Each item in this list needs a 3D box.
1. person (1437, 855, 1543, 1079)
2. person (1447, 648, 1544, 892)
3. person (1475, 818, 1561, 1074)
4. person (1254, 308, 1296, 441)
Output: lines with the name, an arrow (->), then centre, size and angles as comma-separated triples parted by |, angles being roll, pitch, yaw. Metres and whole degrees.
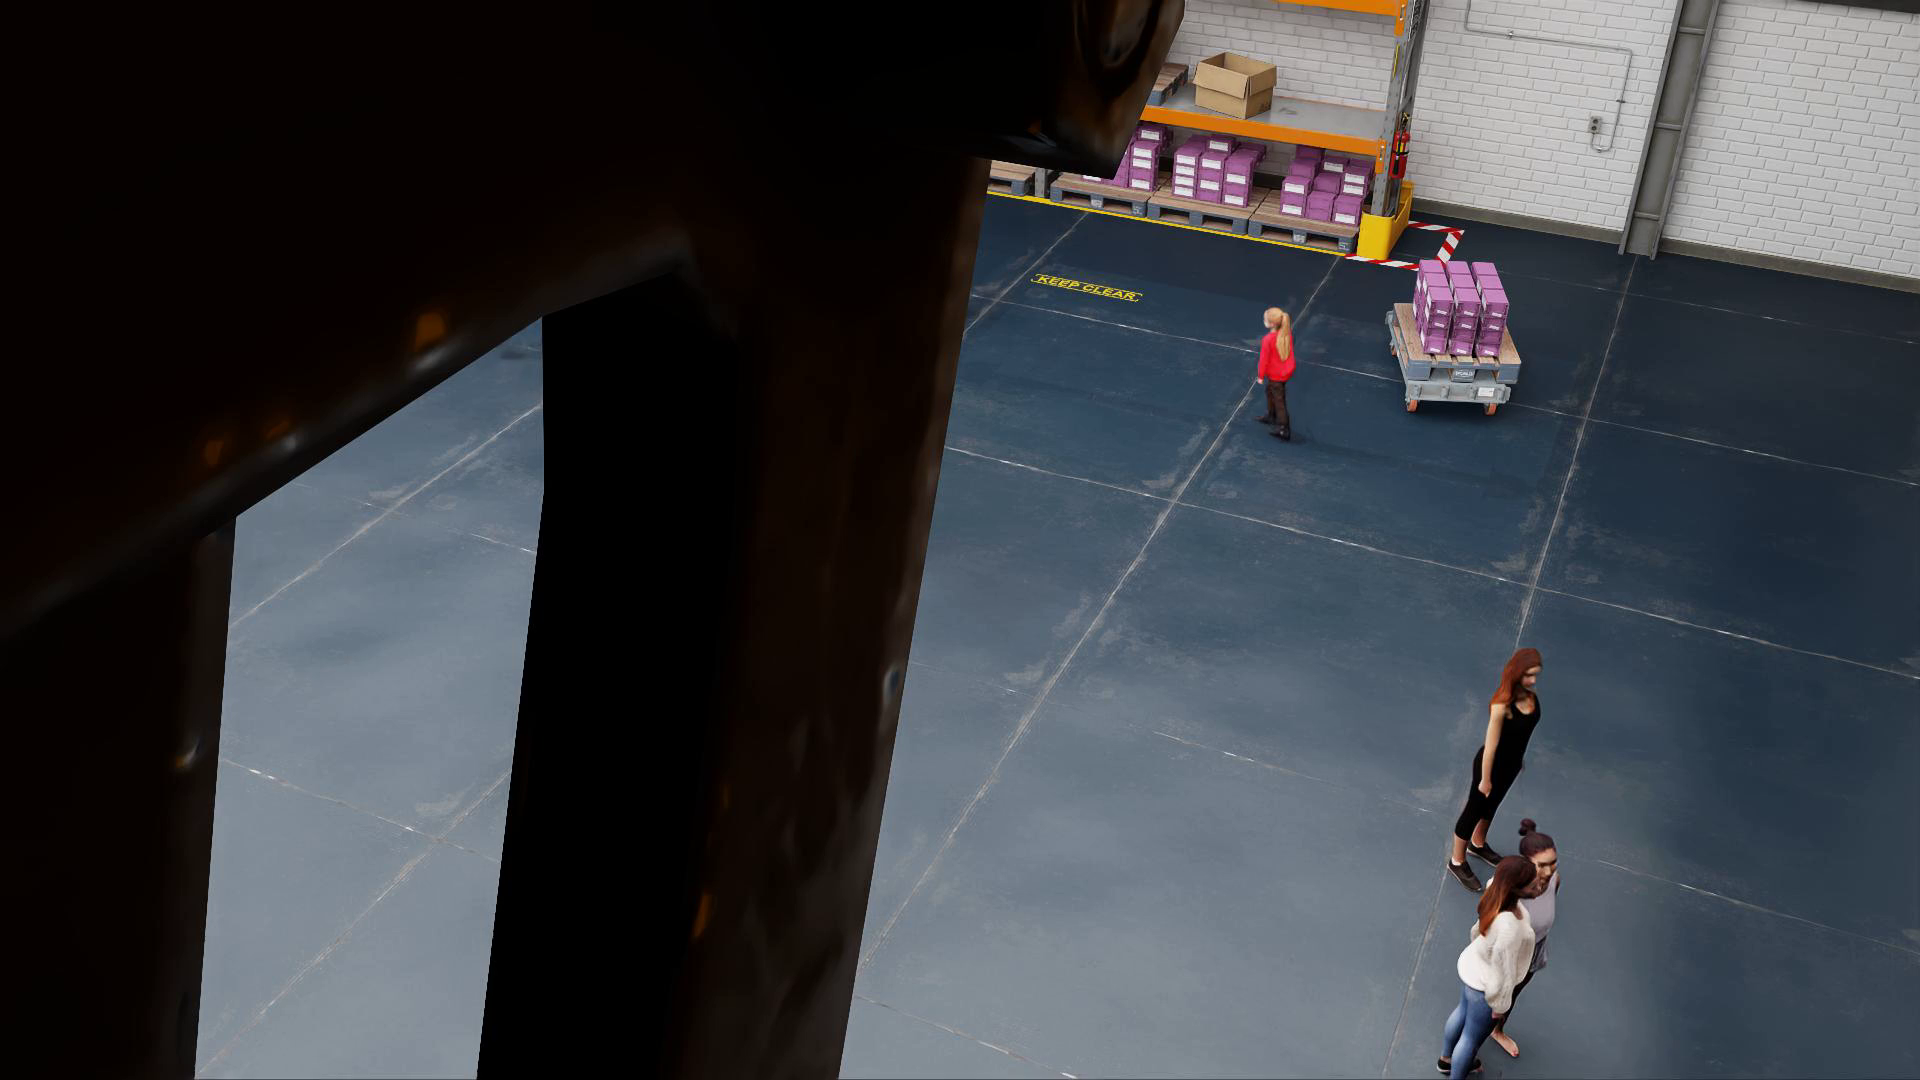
person -> 2.780, 2.308, 8.766 | 0.654, 1.692, 0.688 | 4, 34, 6
person -> 3.291, 1.359, 10.165 | 0.636, 1.724, 0.640 | -25, 41, -32
person -> 2.983, 2.205, 9.003 | 0.669, 1.601, 0.725 | -12, 36, -18
person -> 2.877, -1.472, 14.844 | 0.598, 1.259, 0.714 | -24, 41, -32
